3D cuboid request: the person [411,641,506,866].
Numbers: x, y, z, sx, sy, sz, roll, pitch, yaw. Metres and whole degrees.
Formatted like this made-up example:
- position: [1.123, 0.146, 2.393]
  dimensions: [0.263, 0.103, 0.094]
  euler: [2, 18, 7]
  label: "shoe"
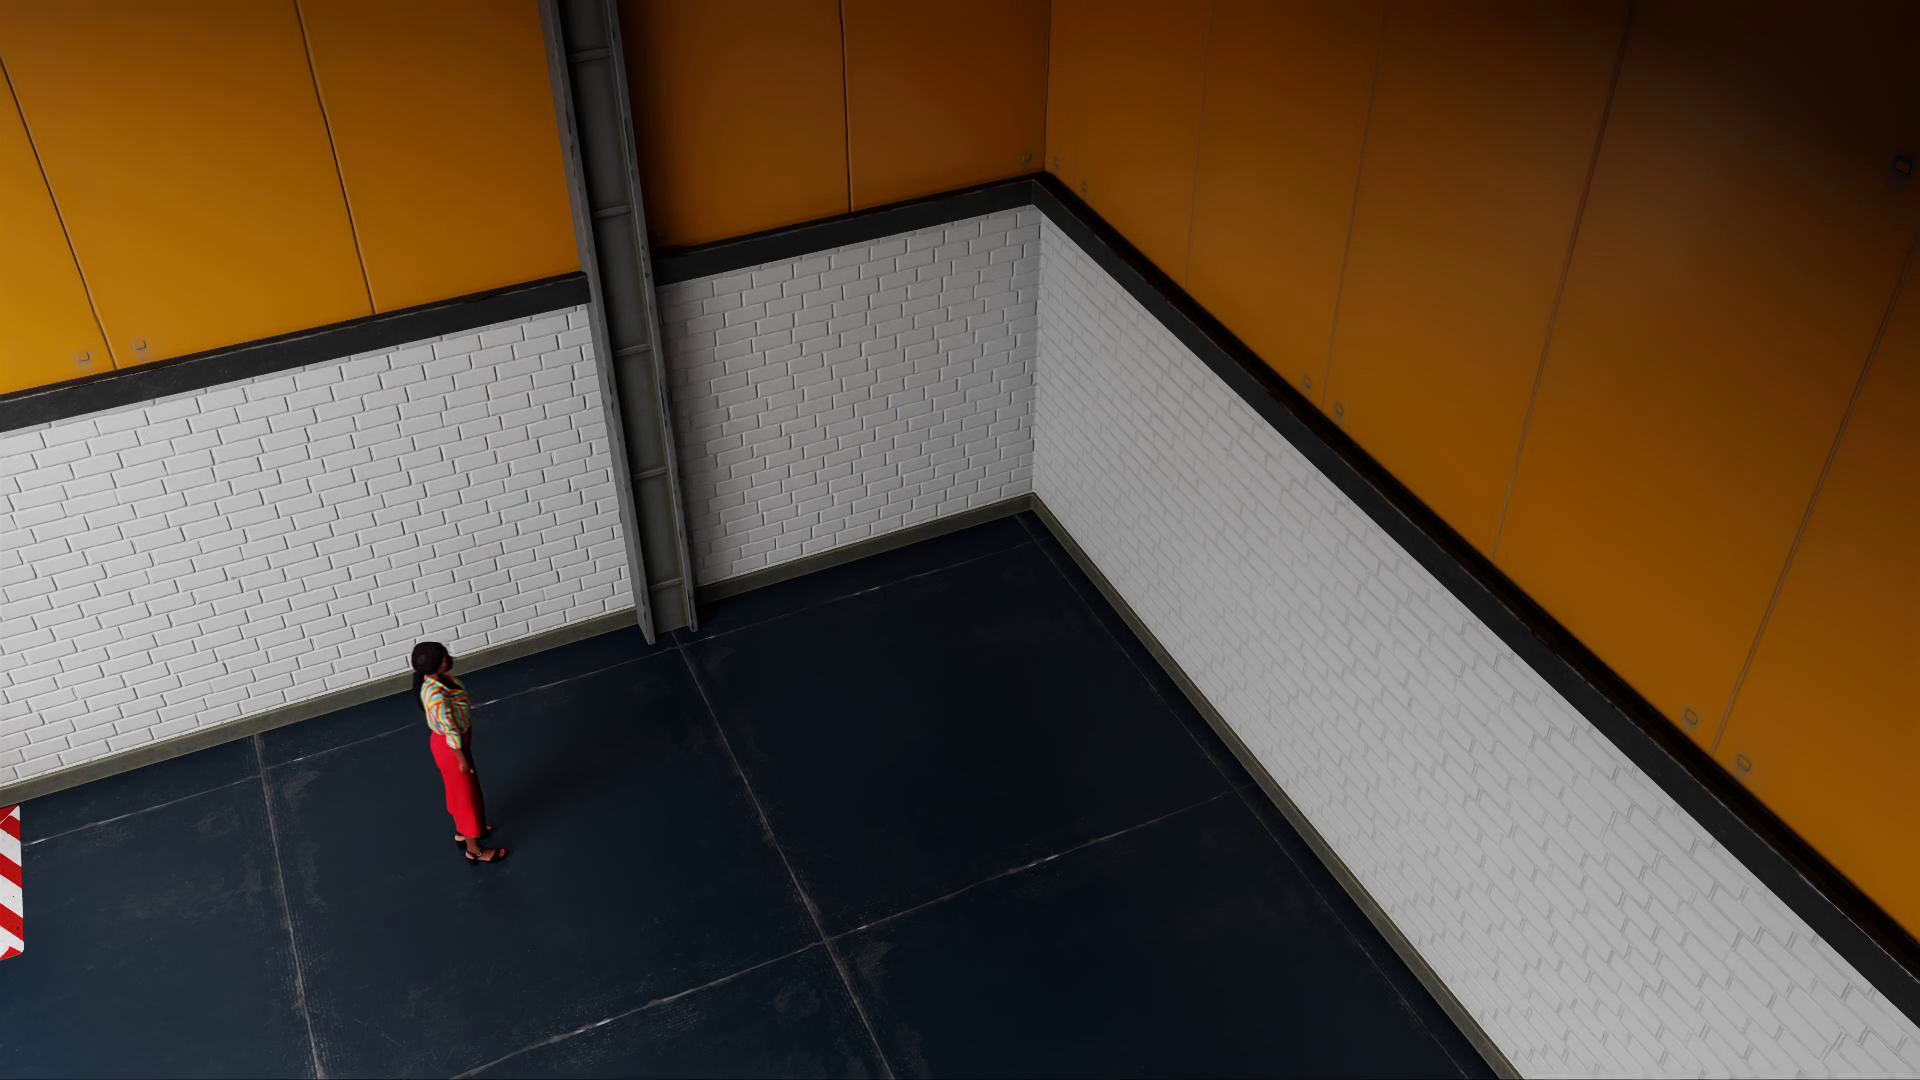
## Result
- position: [-3.163, 1.323, 10.372]
  dimensions: [0.541, 1.792, 0.619]
  euler: [-20, 43, -23]
  label: "person"
